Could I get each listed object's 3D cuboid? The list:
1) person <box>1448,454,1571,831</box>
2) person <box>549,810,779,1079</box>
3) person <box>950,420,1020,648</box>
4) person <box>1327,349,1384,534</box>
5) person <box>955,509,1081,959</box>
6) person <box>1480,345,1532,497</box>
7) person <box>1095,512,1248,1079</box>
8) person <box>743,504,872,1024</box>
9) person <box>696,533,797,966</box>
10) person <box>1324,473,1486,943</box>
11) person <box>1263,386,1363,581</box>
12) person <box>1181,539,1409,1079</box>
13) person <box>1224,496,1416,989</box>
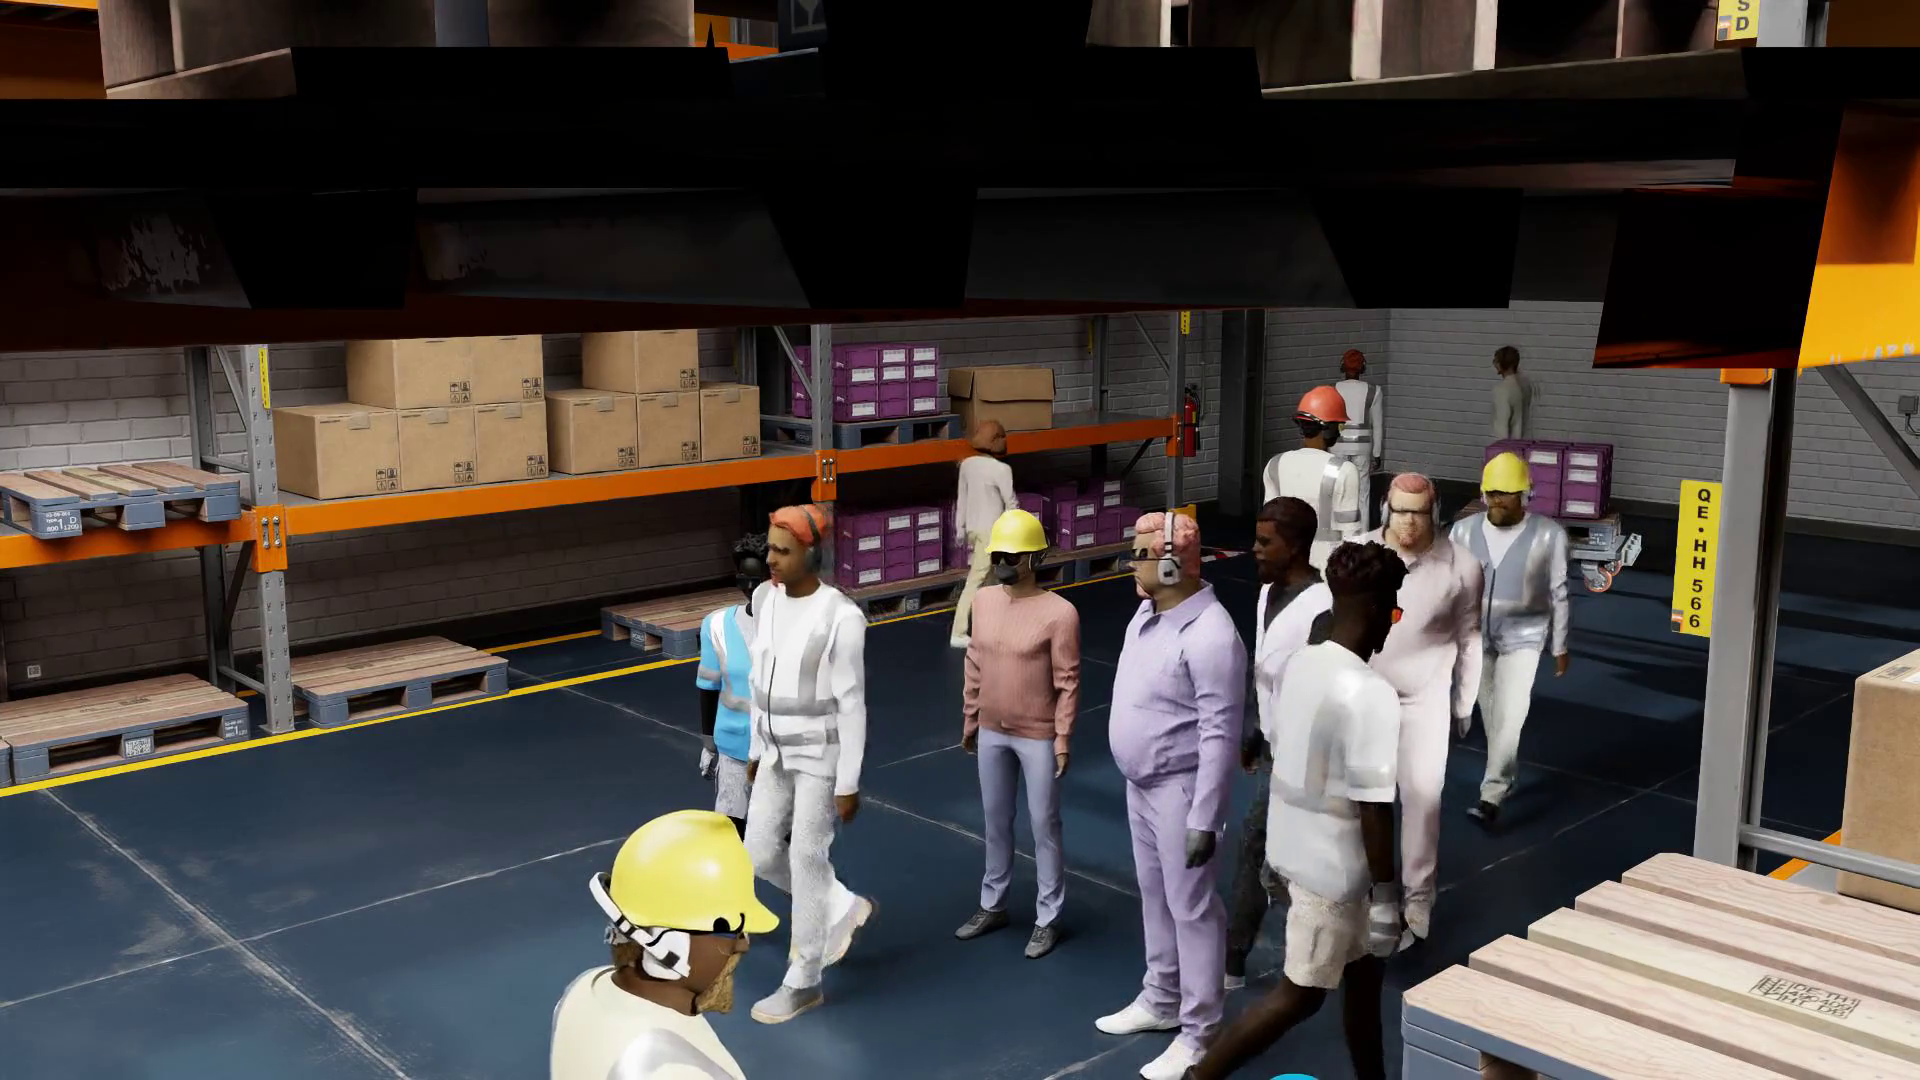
[{"bbox_3d":[2.564,0.483,8.034,0.625,1.786,0.900,8,12,38],"label":"person"},{"bbox_3d":[-0.478,1.353,2.858,0.403,1.823,0.586,-5,11,-28],"label":"person"},{"bbox_3d":[0.247,-0.055,11.778,0.898,1.582,0.510,-8,12,-38],"label":"person"},{"bbox_3d":[3.613,-0.816,15.380,0.576,1.882,0.355,2,10,13],"label":"person"},{"bbox_3d":[0.226,0.753,6.532,0.524,1.770,0.315,7,12,36],"label":"person"},{"bbox_3d":[5.220,-0.871,15.629,0.632,1.914,0.820,-9,14,-44],"label":"person"},{"bbox_3d":[0.693,0.848,5.577,0.399,1.905,0.642,-3,10,-16],"label":"person"},{"bbox_3d":[-0.542,0.789,6.012,0.521,1.872,0.595,-9,13,-43],"label":"person"},{"bbox_3d":[-0.751,0.809,6.410,0.541,1.695,0.316,1,10,6],"label":"person"},{"bbox_3d":[1.757,0.665,6.780,0.667,1.864,0.958,4,10,22],"label":"person"},{"bbox_3d":[1.931,0.184,9.056,0.379,2.044,0.607,-9,13,-43],"label":"person"},{"bbox_3d":[1.029,0.953,4.952,0.943,1.910,0.647,-1,10,-7],"label":"person"},{"bbox_3d":[1.295,0.754,6.237,0.996,1.876,0.605,-1,10,-6],"label":"person"}]
